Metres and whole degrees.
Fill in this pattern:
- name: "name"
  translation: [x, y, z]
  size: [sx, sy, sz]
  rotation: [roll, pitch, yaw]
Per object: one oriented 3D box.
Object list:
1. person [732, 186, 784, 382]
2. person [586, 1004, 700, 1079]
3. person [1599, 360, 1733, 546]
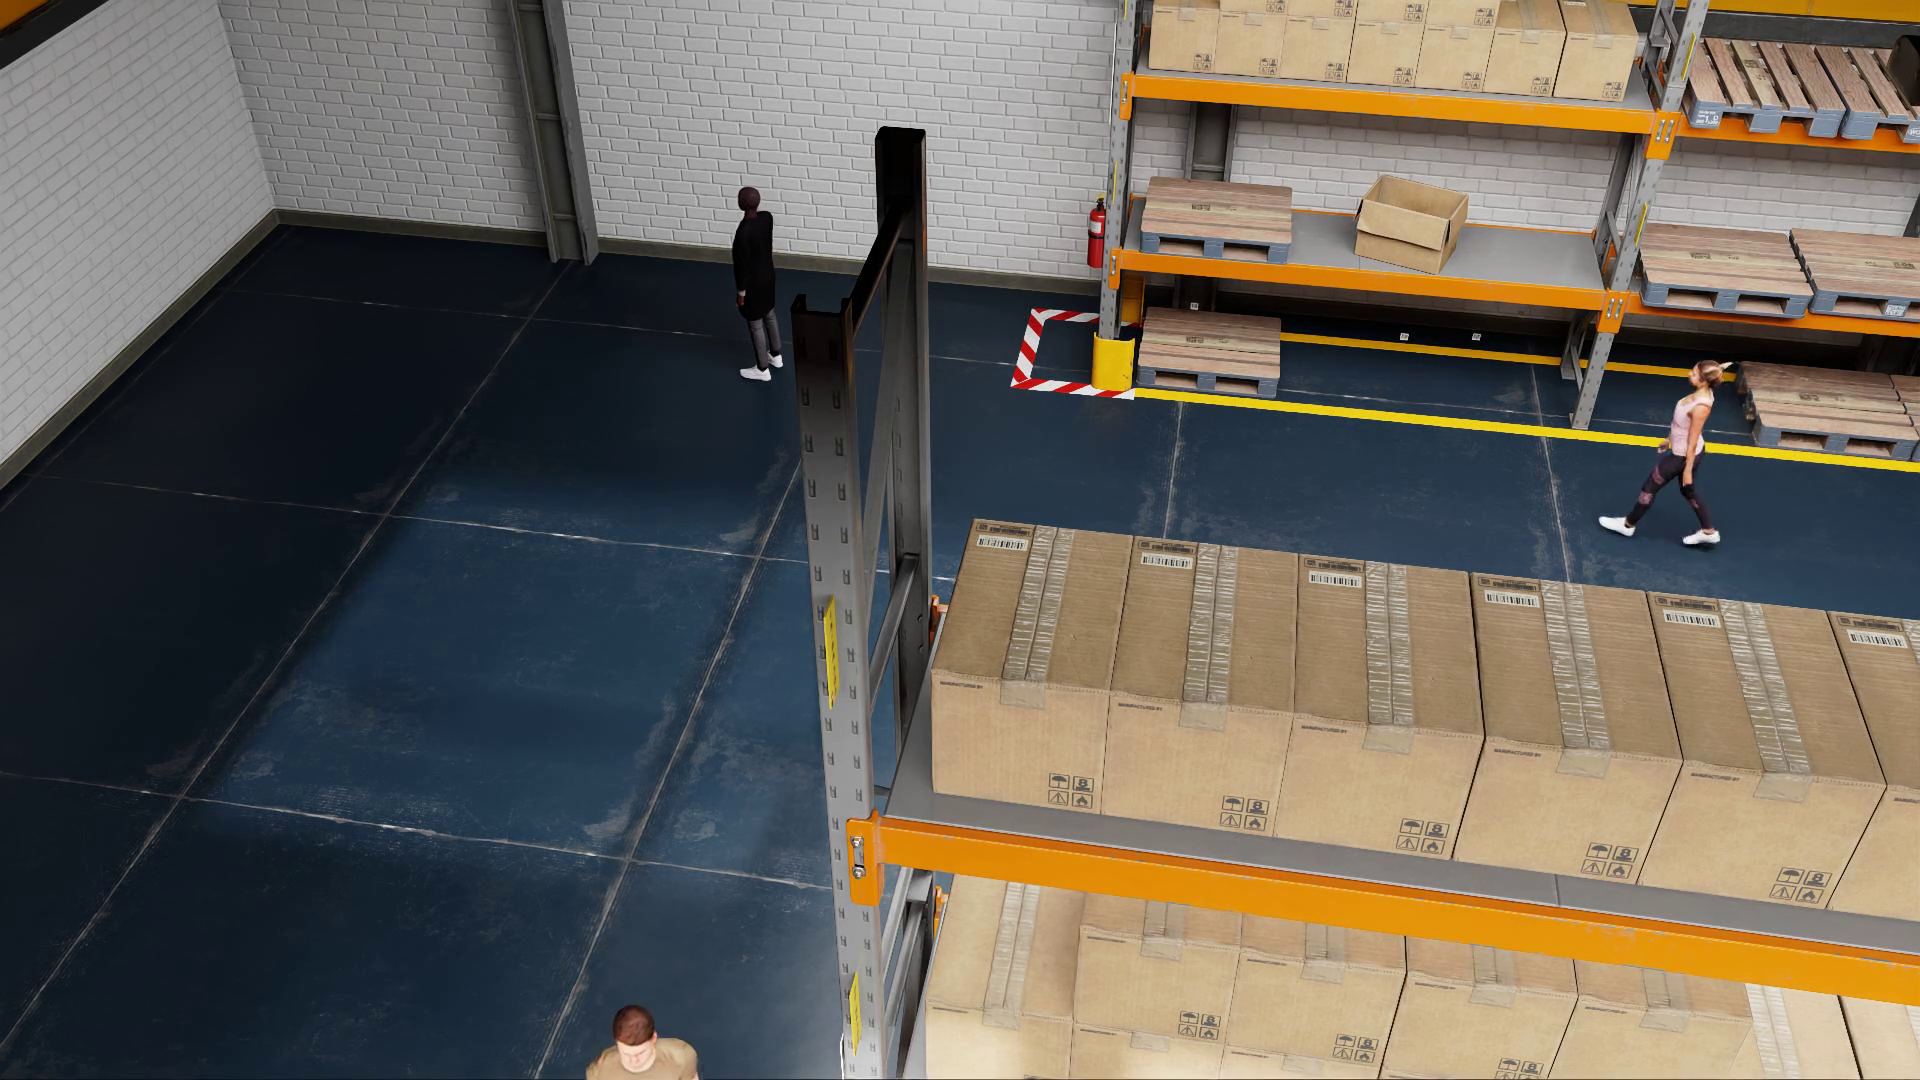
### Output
- name: "person"
  translation: [-1.709, -2.174, 14.038]
  size: [0.645, 1.762, 0.702]
  rotation: [17, 42, 20]
- name: "person"
  translation: [-1.438, 2.721, 7.851]
  size: [1.078, 1.833, 0.956]
  rotation: [-7, 39, -8]
- name: "person"
  translation: [5.401, -0.607, 12.192]
  size: [1.144, 1.616, 0.829]
  rotation: [21, 43, 24]
